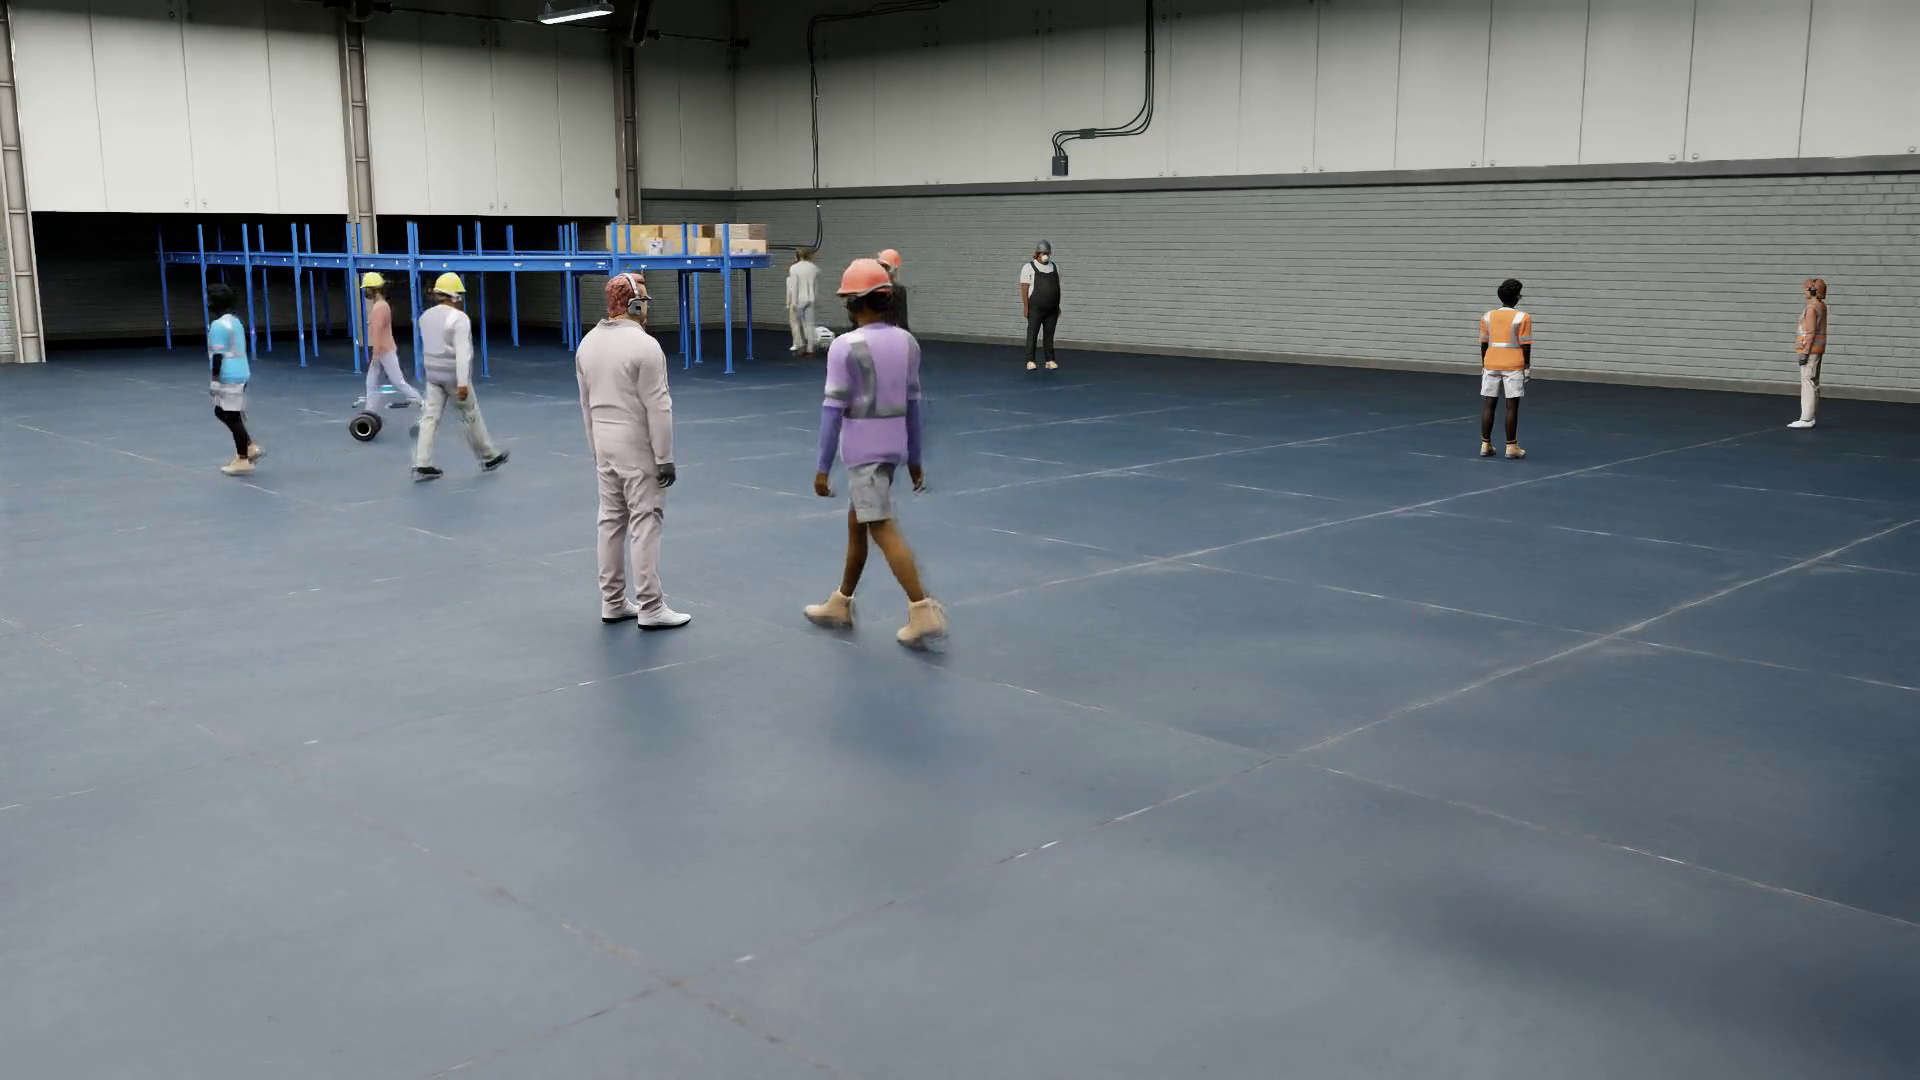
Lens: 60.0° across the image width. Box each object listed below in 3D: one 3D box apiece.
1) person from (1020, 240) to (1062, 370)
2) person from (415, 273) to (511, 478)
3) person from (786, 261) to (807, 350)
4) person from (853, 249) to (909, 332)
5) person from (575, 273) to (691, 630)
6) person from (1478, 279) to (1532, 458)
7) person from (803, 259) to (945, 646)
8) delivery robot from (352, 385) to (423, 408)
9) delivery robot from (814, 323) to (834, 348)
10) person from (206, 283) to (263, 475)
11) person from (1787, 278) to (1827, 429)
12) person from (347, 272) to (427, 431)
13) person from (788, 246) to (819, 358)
[{"bbox_3d":[1.328,-3.707,26.361,0.690,2.000,0.538,-4,11,-23],"label":"person"},{"bbox_3d":[-4.454,-1.450,14.651,0.616,1.778,0.958,6,12,31],"label":"person"},{"bbox_3d":[-2.980,-4.322,30.709,0.506,1.631,0.277,-6,12,-31],"label":"person"},{"bbox_3d":[-0.827,-2.252,18.554,0.631,1.943,0.940,8,13,36],"label":"person"},{"bbox_3d":[-1.763,-0.478,8.998,0.643,1.909,0.410,8,13,38],"label":"person"},{"bbox_3d":[5.223,-1.642,15.921,0.316,1.696,0.540,-10,14,-42],"label":"person"},{"bbox_3d":[-0.441,-0.460,8.677,1.032,1.999,0.624,8,13,37],"label":"person"},{"bbox_3d":[-6.018,-1.511,17.474,0.698,0.223,0.335,-3,11,-13],"label":"delivery robot"},{"bbox_3d":[-2.484,-3.639,29.784,0.477,0.478,0.707,-3,11,-17],"label":"delivery robot"},{"bbox_3d":[-6.493,-1.423,14.745,0.363,1.686,0.537,-2,11,-11],"label":"person"},{"bbox_3d":[9.355,-2.050,18.298,0.306,1.640,0.522,8,13,36],"label":"person"},{"bbox_3d":[-6.224,-2.057,18.156,0.907,1.729,0.534,-3,11,-18],"label":"person"},{"bbox_3d":[-2.731,-4.133,28.904,0.626,1.921,0.541,-9,14,-41],"label":"person"}]
